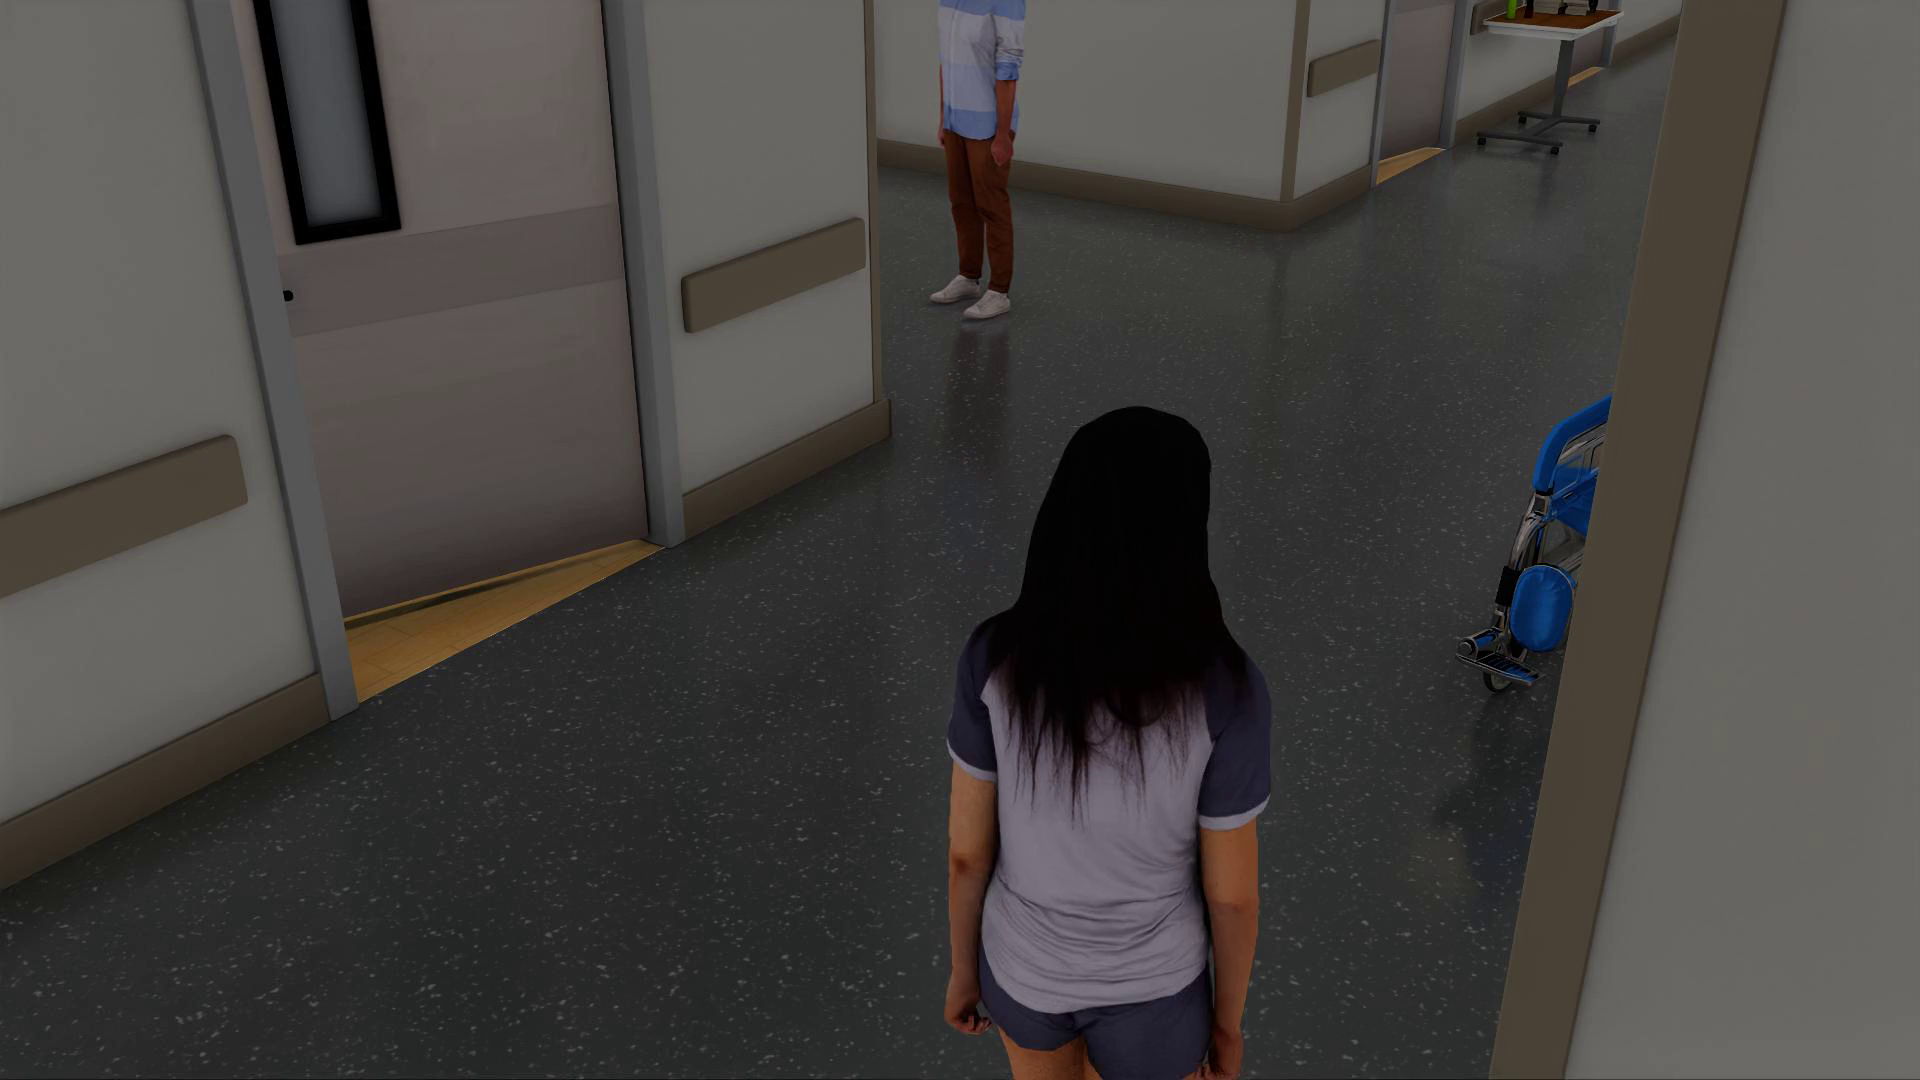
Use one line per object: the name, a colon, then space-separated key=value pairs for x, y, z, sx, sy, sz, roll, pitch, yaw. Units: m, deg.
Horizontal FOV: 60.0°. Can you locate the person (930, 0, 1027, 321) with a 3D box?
person: x=0.087 y=-1.951 z=7.632 sx=0.694 sy=1.823 sz=0.745 roll=-18 pitch=31 yaw=-33

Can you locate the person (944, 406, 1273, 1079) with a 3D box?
person: x=0.179 y=0.675 z=2.316 sx=0.839 sy=1.711 sz=1.087 roll=5 pitch=26 yaw=10
